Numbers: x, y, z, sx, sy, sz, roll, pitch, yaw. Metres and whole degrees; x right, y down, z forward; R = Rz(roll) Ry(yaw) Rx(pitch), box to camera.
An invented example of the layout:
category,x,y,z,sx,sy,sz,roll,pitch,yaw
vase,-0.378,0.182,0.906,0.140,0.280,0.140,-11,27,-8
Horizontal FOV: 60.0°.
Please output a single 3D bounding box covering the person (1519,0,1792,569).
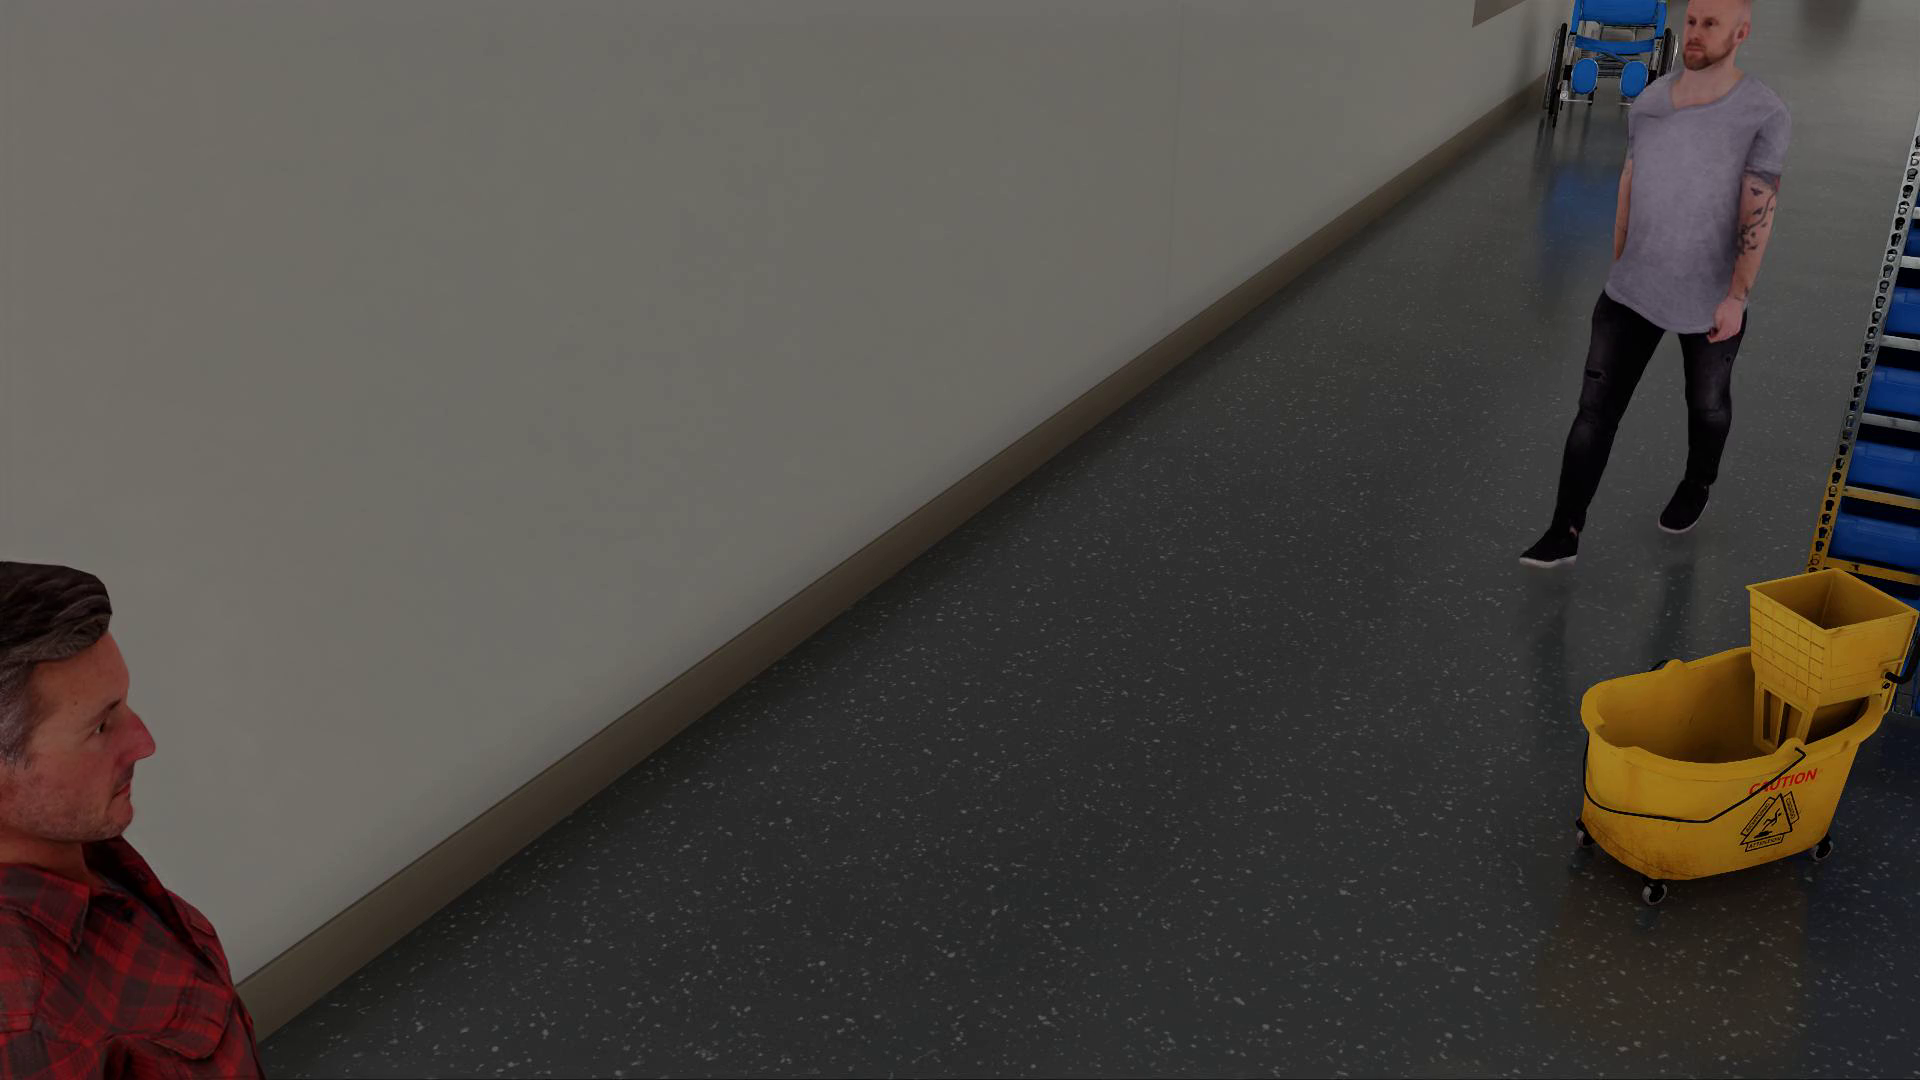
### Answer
category,x,y,z,sx,sy,sz,roll,pitch,yaw
person,2.306,-0.785,5.228,1.209,1.790,0.947,23,34,40
